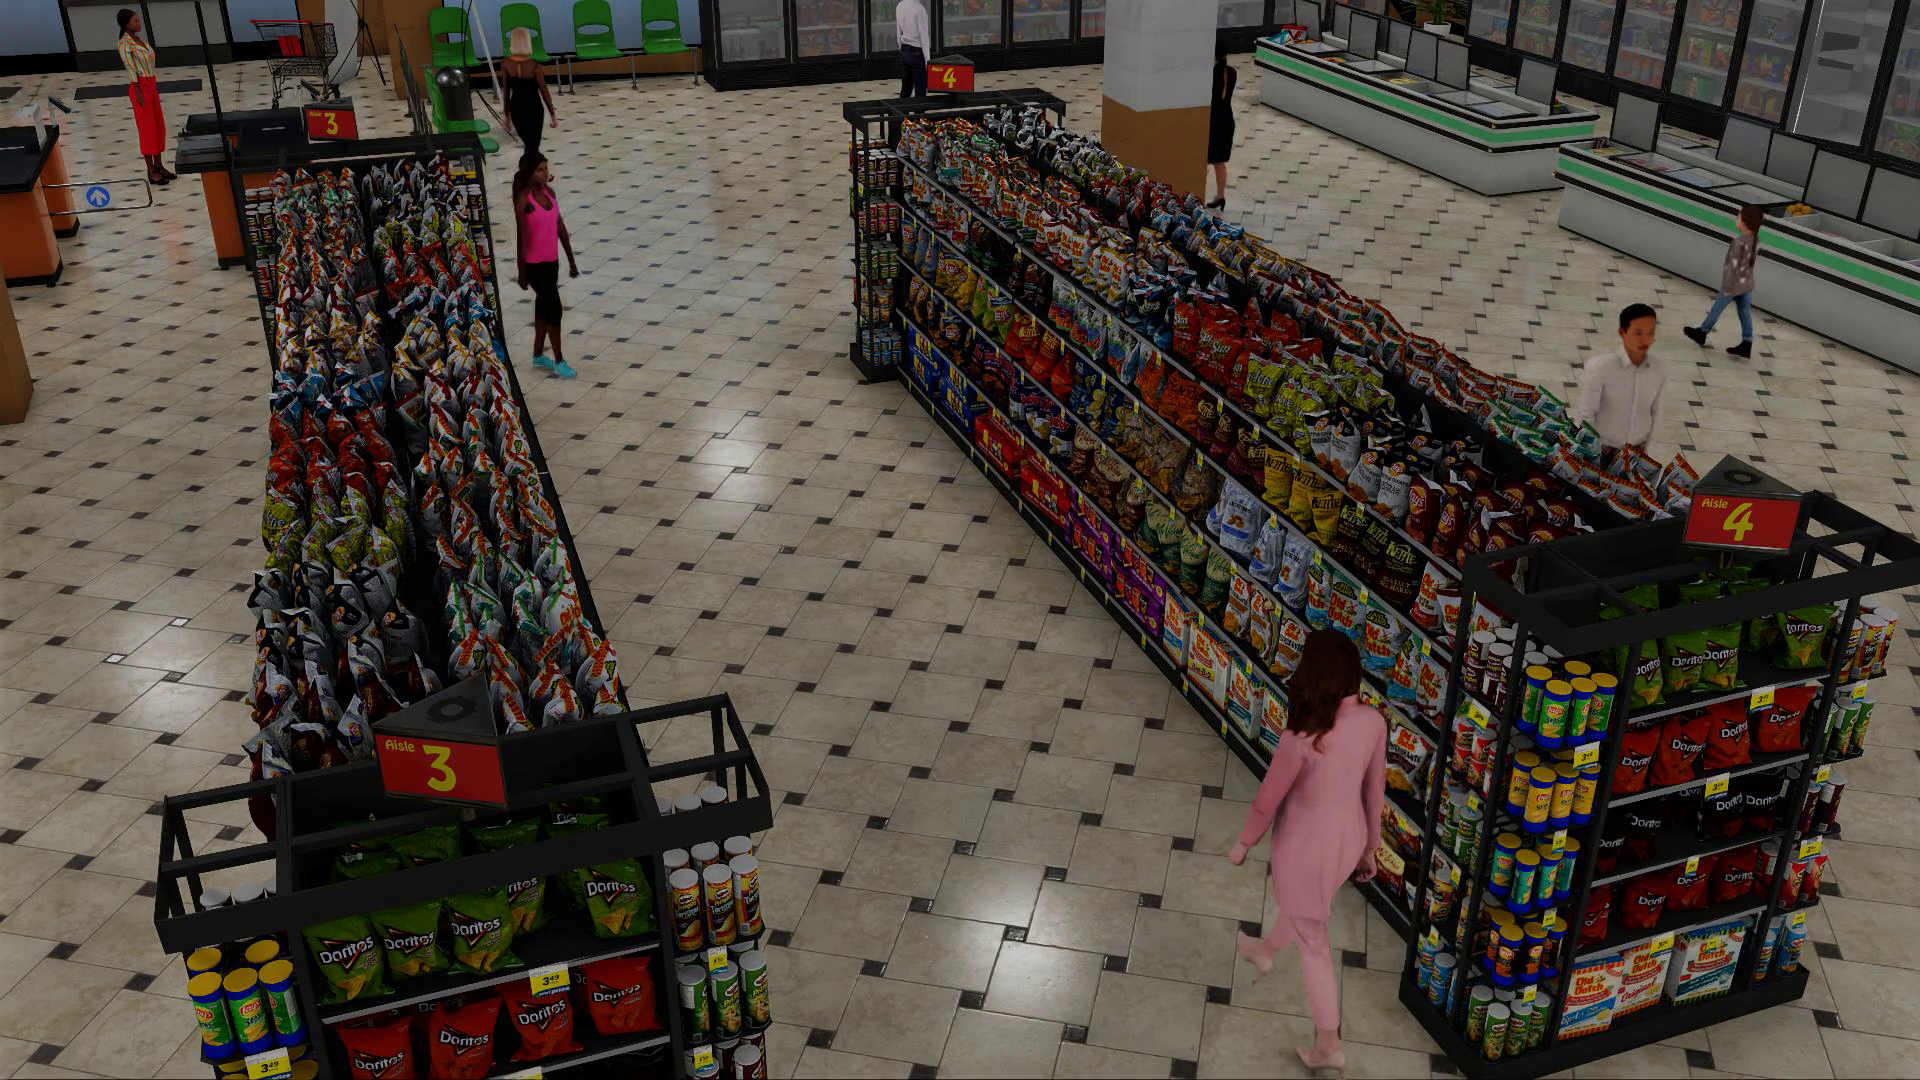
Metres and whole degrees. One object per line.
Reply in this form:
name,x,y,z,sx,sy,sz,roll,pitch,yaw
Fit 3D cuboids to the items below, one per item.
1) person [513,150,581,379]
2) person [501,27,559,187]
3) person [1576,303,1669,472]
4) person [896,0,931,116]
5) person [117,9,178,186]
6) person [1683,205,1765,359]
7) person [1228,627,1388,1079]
person,-3.202,-2.068,12.448,0.899,1.702,0.826,14,30,25
person,-4.362,-4.187,16.640,1.006,1.691,1.165,6,28,12
person,3.562,-0.473,9.200,0.782,1.796,0.892,-3,27,-5
person,-0.540,-5.577,19.181,0.767,1.872,0.659,-24,35,-39
person,-8.542,-4.643,17.425,0.712,1.793,0.566,-1,27,-2
person,6.052,-1.968,12.844,0.582,1.166,0.851,-14,30,-26
person,1.324,1.193,5.946,0.685,1.767,1.040,-12,29,-23
